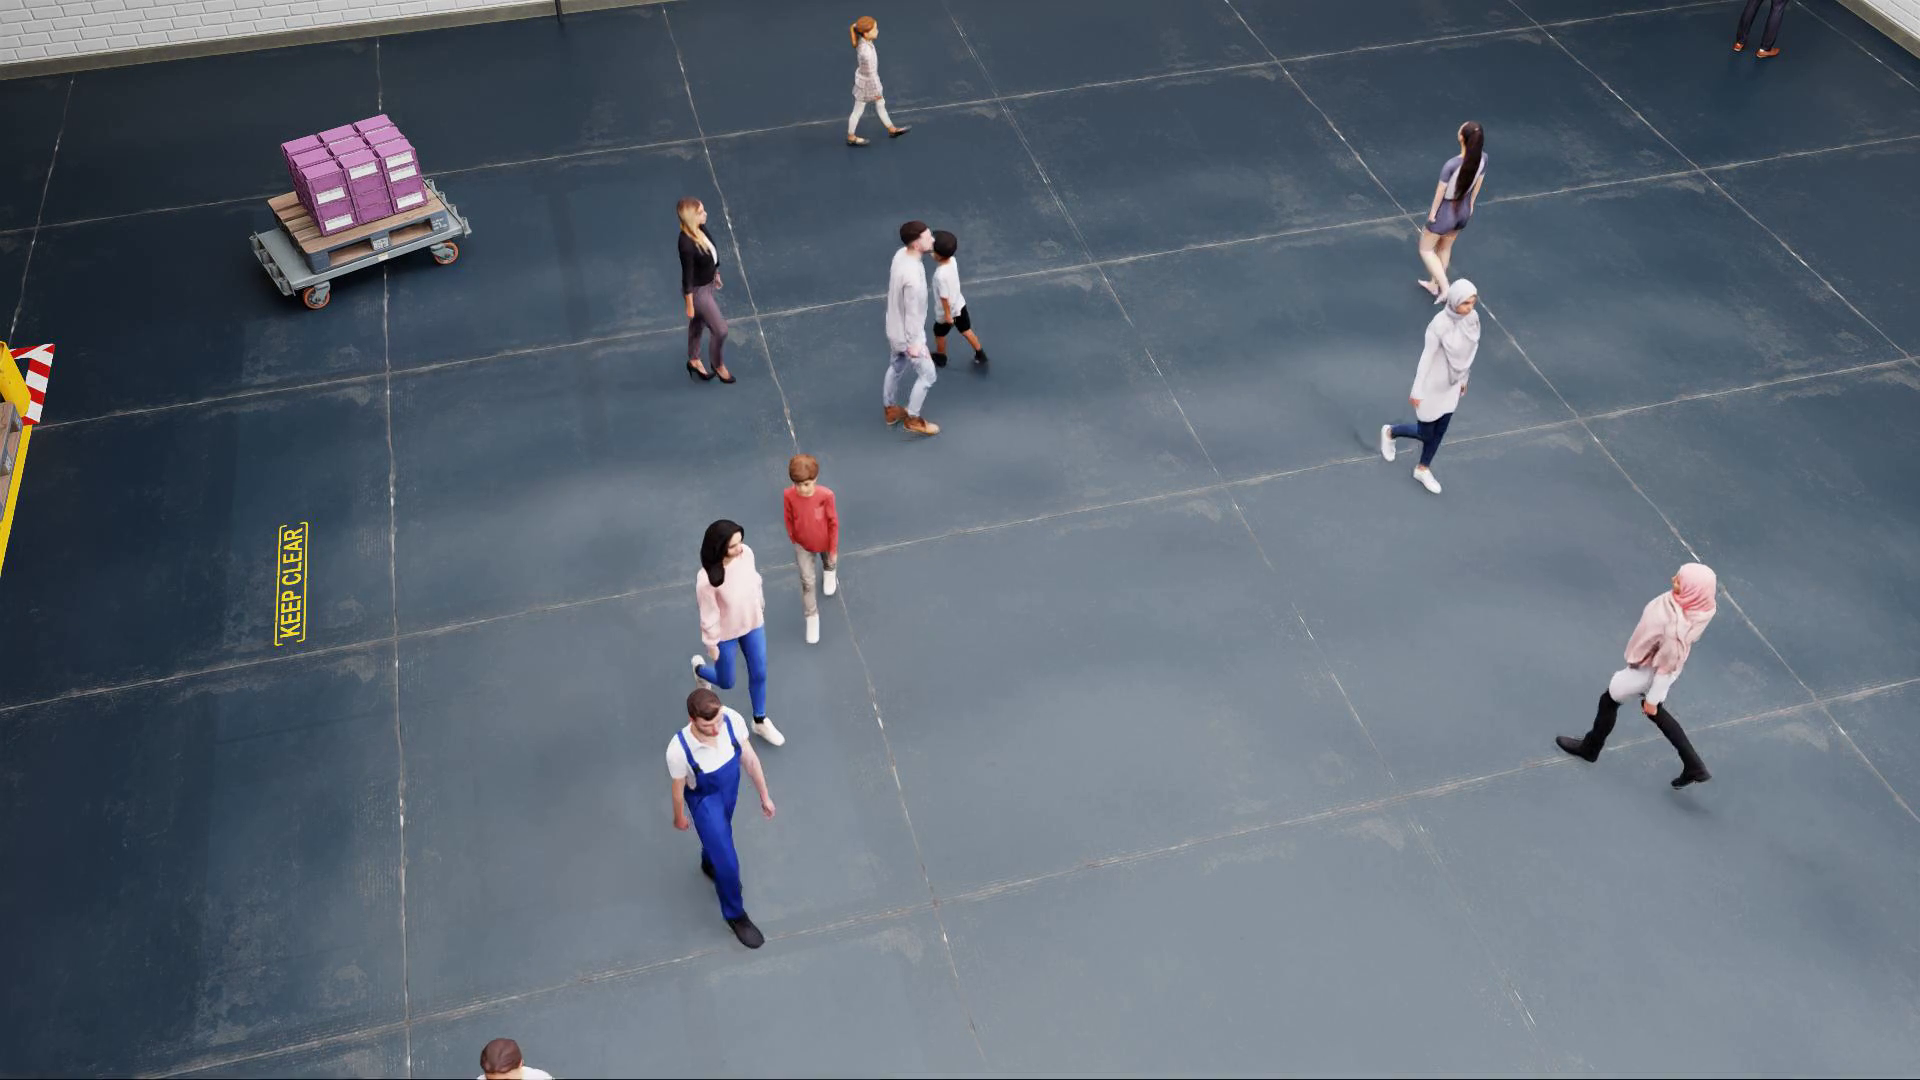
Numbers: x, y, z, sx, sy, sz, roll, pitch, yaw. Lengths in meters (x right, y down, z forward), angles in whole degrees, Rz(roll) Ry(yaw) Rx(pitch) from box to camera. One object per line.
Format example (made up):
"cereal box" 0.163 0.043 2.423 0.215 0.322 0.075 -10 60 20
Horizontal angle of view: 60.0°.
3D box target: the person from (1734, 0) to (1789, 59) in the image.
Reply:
"person" 8.224 -5.743 16.662 0.735 1.824 0.850 34 53 30

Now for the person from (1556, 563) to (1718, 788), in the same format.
"person" 4.185 0.822 9.806 1.197 1.775 1.064 27 50 25

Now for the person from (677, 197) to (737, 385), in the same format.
"person" -2.080 -1.892 12.740 0.760 1.658 0.660 1 44 2

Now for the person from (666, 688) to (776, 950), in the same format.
"person" -1.410 1.361 9.204 1.055 1.826 0.914 32 52 29

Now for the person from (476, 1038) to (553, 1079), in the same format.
"person" -2.079 2.751 7.965 0.716 1.522 1.118 0 44 0

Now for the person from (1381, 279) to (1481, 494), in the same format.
"person" 3.372 -1.144 11.878 0.738 1.765 0.890 -23 48 -22

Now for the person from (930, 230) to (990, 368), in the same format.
"person" -0.025 -1.839 12.995 0.821 1.229 0.796 18 47 18

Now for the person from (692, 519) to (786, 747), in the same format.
"person" -1.430 0.523 10.137 1.125 1.752 0.954 34 53 31

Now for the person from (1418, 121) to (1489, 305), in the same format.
"person" 4.024 -2.612 13.513 0.665 1.634 0.779 -17 46 -17

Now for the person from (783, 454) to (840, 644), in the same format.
"person" -0.949 -0.063 11.016 0.656 1.387 0.986 -1 44 -1

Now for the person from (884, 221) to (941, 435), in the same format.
"person" -0.416 -1.550 12.261 0.777 1.824 0.608 -9 44 -9

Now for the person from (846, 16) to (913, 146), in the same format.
"person" -0.945 -4.251 15.488 0.711 1.282 0.840 -2 44 -2
